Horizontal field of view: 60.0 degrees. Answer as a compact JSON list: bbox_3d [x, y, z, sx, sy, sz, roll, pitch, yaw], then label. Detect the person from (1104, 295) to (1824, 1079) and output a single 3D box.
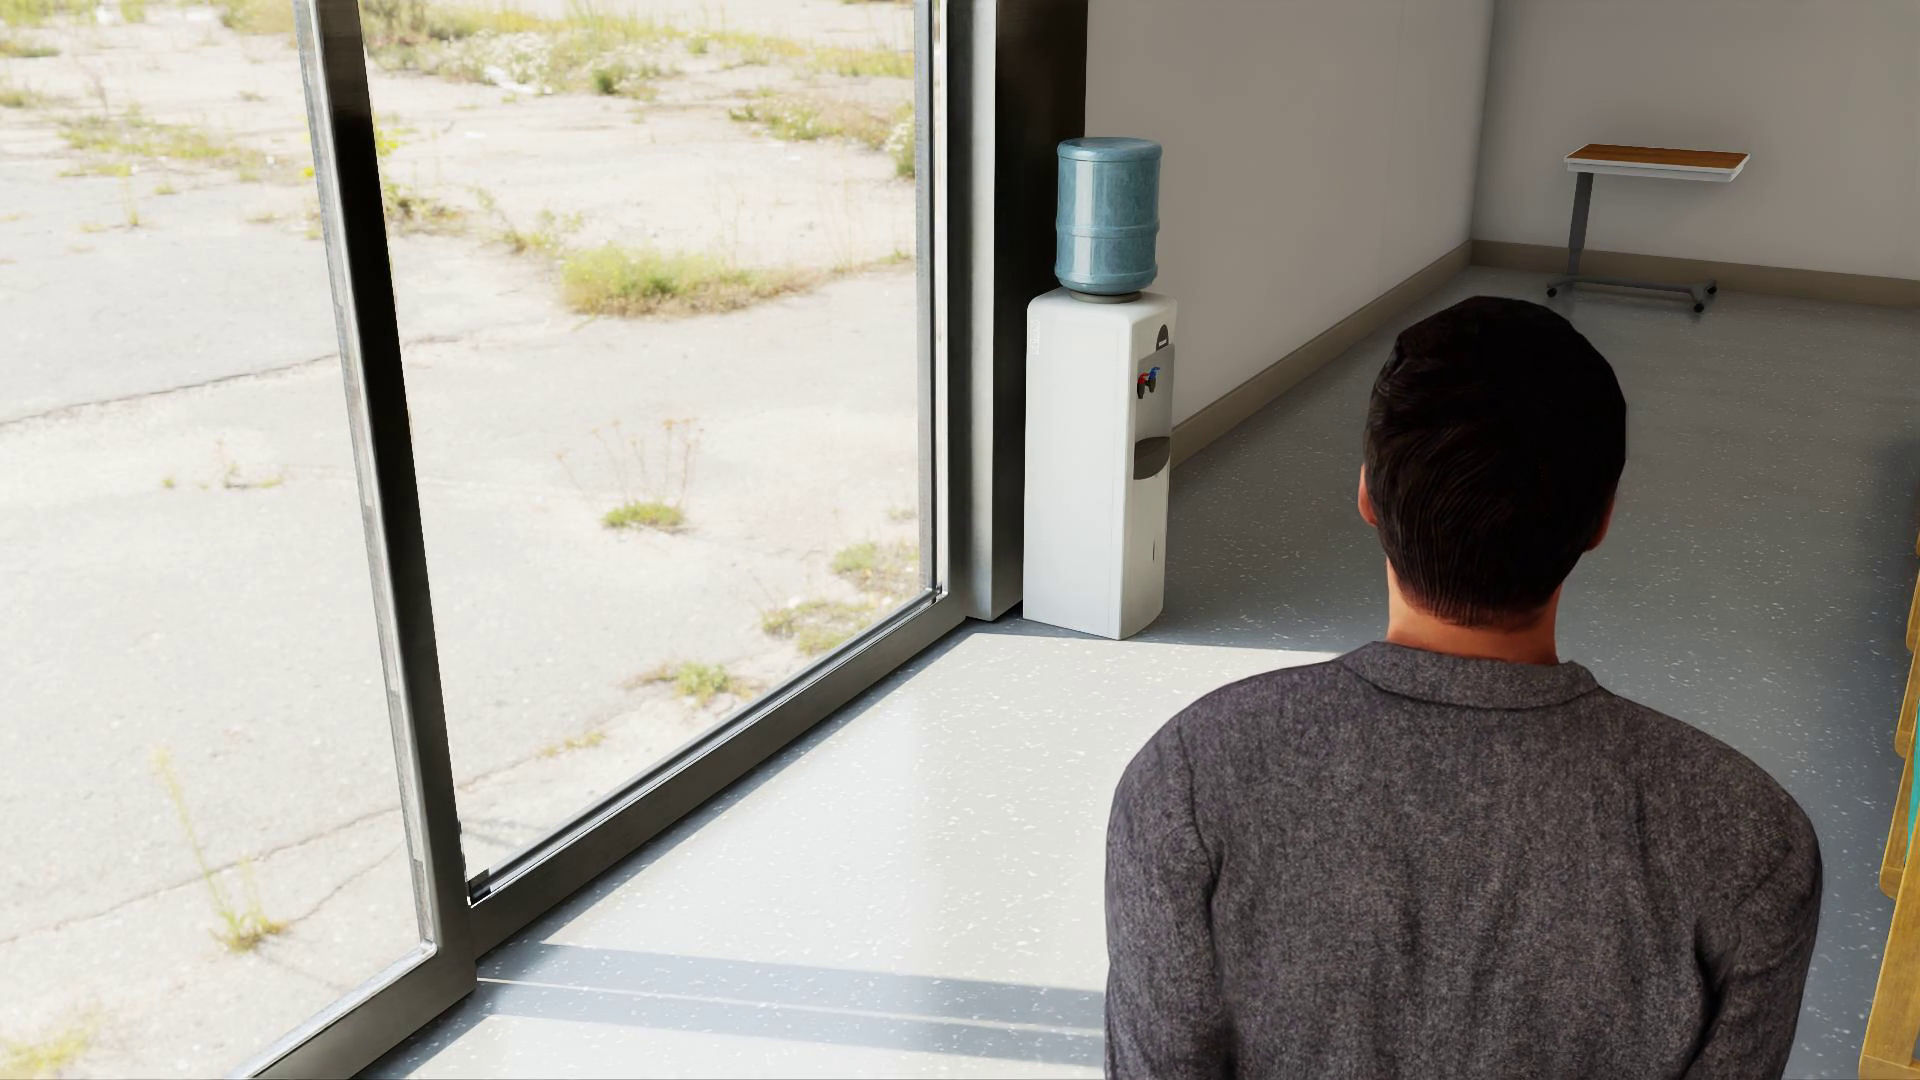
[{"bbox_3d":[0.382,0.717,1.456,0.664,1.873,0.816,4,21,10],"label":"person"}]
